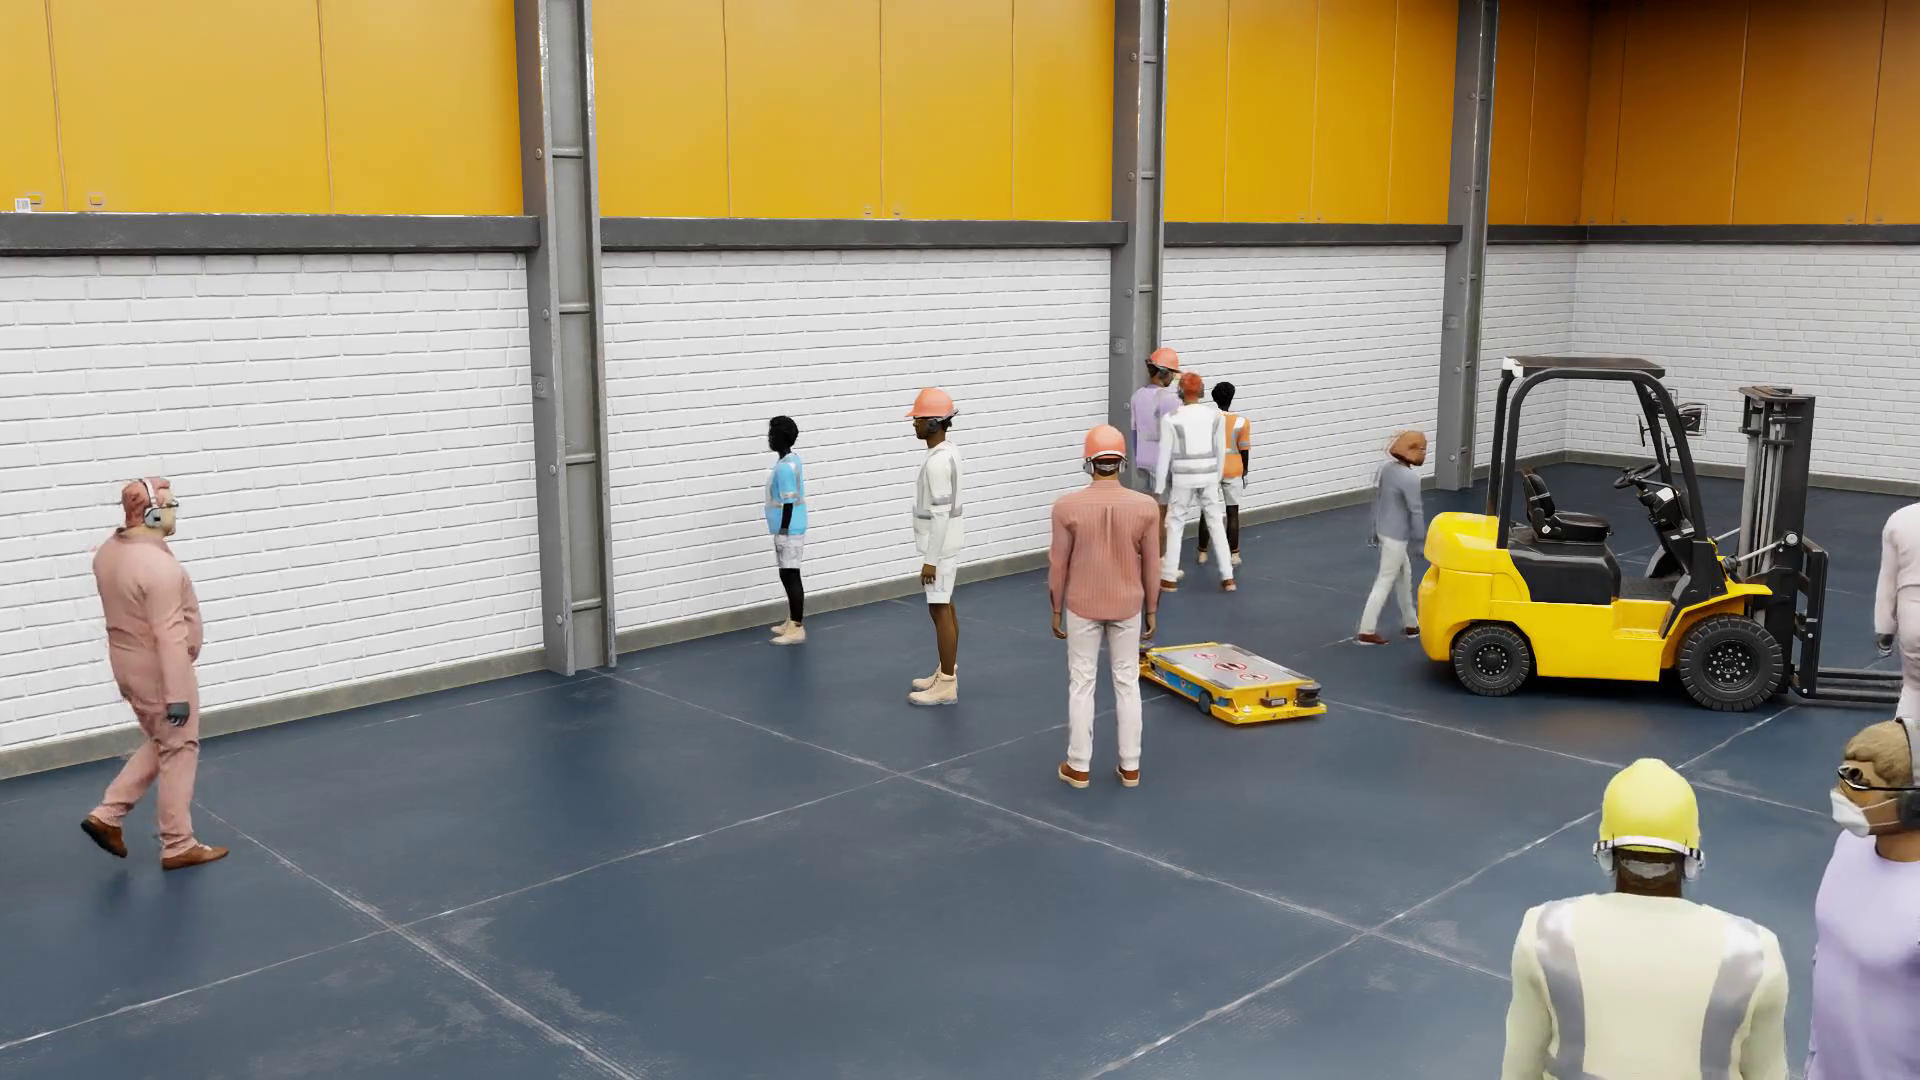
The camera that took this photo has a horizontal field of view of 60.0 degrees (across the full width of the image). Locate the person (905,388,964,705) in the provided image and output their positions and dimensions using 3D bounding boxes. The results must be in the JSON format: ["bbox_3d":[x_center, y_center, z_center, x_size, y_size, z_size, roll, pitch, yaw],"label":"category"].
[{"bbox_3d":[-0.165,0.043,10.700,0.377,2.045,0.605,1,10,5],"label":"person"}]

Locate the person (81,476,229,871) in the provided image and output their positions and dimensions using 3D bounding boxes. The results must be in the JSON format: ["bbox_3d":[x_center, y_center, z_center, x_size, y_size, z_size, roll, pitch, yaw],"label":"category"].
[{"bbox_3d":[-3.806,0.646,7.810,0.657,1.897,0.518,8,13,39],"label":"person"}]

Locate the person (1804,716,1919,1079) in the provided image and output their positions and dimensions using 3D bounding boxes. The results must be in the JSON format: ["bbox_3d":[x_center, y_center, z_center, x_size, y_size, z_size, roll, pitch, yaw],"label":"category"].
[{"bbox_3d":[2.133,1.349,3.868,0.356,1.937,0.638,1,10,4],"label":"person"}]

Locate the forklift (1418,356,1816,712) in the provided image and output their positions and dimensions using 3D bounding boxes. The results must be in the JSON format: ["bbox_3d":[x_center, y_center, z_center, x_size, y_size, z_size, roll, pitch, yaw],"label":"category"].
[{"bbox_3d":[4.276,-0.101,11.076,2.313,2.155,1.214,2,11,13],"label":"forklift"}]

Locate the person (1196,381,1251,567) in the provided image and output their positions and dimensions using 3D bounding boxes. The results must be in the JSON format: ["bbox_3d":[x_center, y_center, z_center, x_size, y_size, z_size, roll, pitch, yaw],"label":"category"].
[{"bbox_3d":[2.385,-0.600,15.182,0.532,1.691,0.321,4,11,19],"label":"person"}]

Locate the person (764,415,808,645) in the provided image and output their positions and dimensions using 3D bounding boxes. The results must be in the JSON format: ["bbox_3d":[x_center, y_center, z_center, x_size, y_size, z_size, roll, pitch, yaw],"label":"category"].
[{"bbox_3d":[-1.286,-0.073,12.294,0.316,1.697,0.566,-1,10,-3],"label":"person"}]

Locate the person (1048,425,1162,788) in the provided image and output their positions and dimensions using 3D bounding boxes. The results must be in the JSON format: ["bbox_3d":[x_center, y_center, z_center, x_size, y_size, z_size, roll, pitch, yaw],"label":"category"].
[{"bbox_3d":[0.791,0.362,9.121,0.617,1.988,0.404,-1,10,-5],"label":"person"}]

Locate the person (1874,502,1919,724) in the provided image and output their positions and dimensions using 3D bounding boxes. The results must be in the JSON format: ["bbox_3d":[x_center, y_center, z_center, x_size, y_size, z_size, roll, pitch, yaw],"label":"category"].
[{"bbox_3d":[5.202,0.478,8.764,0.532,1.890,0.643,-7,12,-33],"label":"person"}]

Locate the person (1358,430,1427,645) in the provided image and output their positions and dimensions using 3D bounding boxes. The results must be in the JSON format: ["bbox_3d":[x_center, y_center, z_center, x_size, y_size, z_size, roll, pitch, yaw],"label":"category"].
[{"bbox_3d":[3.290,-0.011,12.191,0.779,1.594,0.516,-2,11,-10],"label":"person"}]

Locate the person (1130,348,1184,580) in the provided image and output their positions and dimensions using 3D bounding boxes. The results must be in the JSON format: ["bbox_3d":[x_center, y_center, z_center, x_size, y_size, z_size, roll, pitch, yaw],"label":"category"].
[{"bbox_3d":[1.745,-0.668,14.607,0.395,2.033,0.605,-5,12,-26],"label":"person"}]

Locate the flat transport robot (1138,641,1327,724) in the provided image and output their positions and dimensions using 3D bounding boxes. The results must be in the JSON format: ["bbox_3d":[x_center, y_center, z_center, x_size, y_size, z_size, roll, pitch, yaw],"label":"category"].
[{"bbox_3d":[1.714,0.899,10.867,0.652,0.197,1.431,-4,11,-22],"label":"flat transport robot"}]

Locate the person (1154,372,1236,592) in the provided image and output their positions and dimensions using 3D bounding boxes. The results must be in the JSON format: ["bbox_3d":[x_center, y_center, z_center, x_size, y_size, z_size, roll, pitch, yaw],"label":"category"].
[{"bbox_3d":[1.969,-0.480,14.055,0.667,1.876,0.416,-2,11,-10],"label":"person"}]

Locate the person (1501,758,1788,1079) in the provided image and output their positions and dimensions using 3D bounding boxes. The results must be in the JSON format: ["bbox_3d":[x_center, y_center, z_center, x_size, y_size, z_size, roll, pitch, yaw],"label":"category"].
[{"bbox_3d":[1.567,1.407,3.863,0.612,1.821,0.492,5,11,24],"label":"person"}]
